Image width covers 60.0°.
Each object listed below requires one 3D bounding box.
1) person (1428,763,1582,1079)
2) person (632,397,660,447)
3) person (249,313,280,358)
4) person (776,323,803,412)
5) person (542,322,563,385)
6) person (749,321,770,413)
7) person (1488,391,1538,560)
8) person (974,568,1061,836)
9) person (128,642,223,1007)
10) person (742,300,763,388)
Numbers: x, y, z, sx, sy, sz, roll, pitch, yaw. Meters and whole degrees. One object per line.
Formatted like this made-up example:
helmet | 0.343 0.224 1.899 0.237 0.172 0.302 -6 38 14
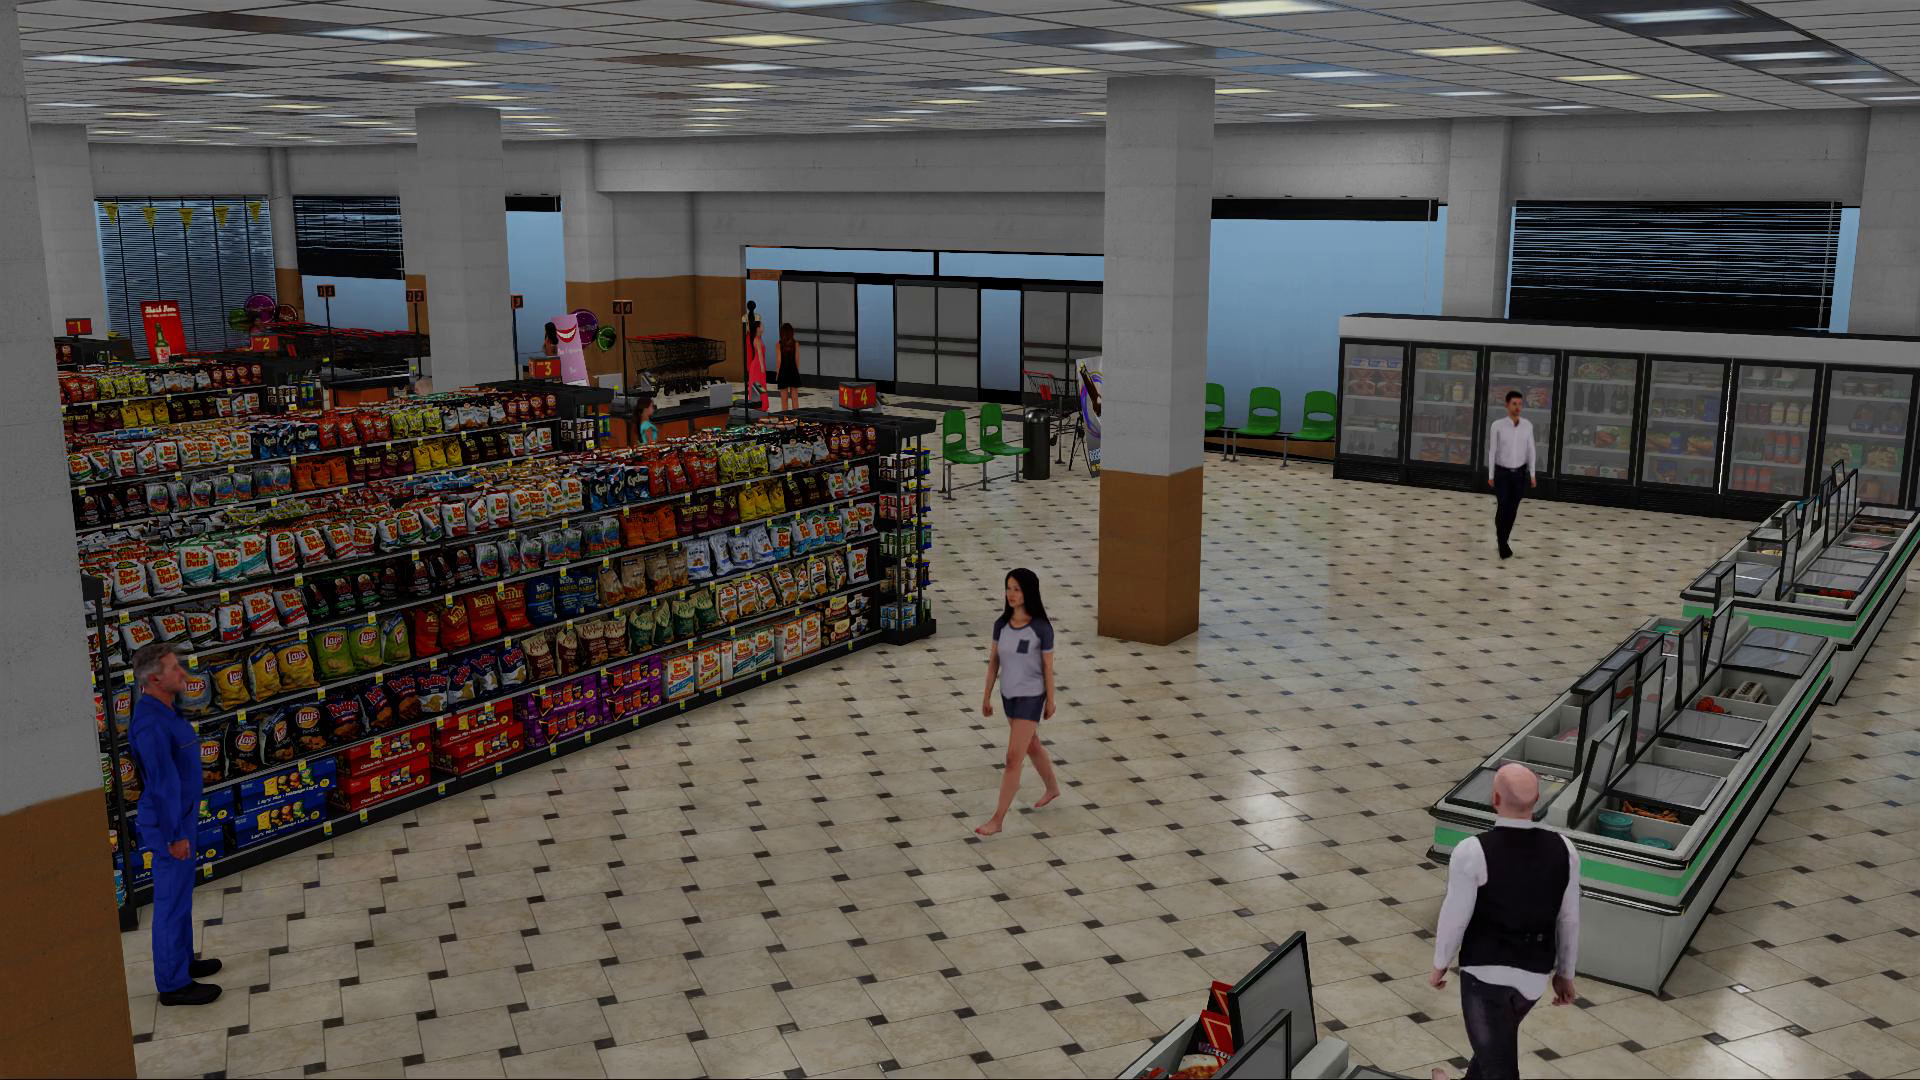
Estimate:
person | 2.192 1.819 6.603 1.217 1.769 1.259 -3 12 -12
person | -3.912 -0.956 20.375 1.140 1.524 0.932 -5 13 -23
person | -13.672 -3.530 32.256 1.017 1.666 1.107 1 12 3
person | -2.914 -2.763 28.206 0.635 1.834 0.730 -5 13 -21
person | -7.539 -3.214 30.805 0.784 1.645 0.633 2 12 9
person | -3.649 -3.103 30.080 0.751 1.727 0.715 -4 13 -18
person | 6.136 -0.754 18.633 0.933 1.848 1.040 -1 12 -3
person | 0.452 1.019 10.689 0.683 1.652 1.143 10 15 39
person | -3.990 1.411 8.386 0.773 1.832 0.788 -5 13 -22
person | -4.315 -4.079 34.556 0.642 1.792 0.745 -5 13 -23
